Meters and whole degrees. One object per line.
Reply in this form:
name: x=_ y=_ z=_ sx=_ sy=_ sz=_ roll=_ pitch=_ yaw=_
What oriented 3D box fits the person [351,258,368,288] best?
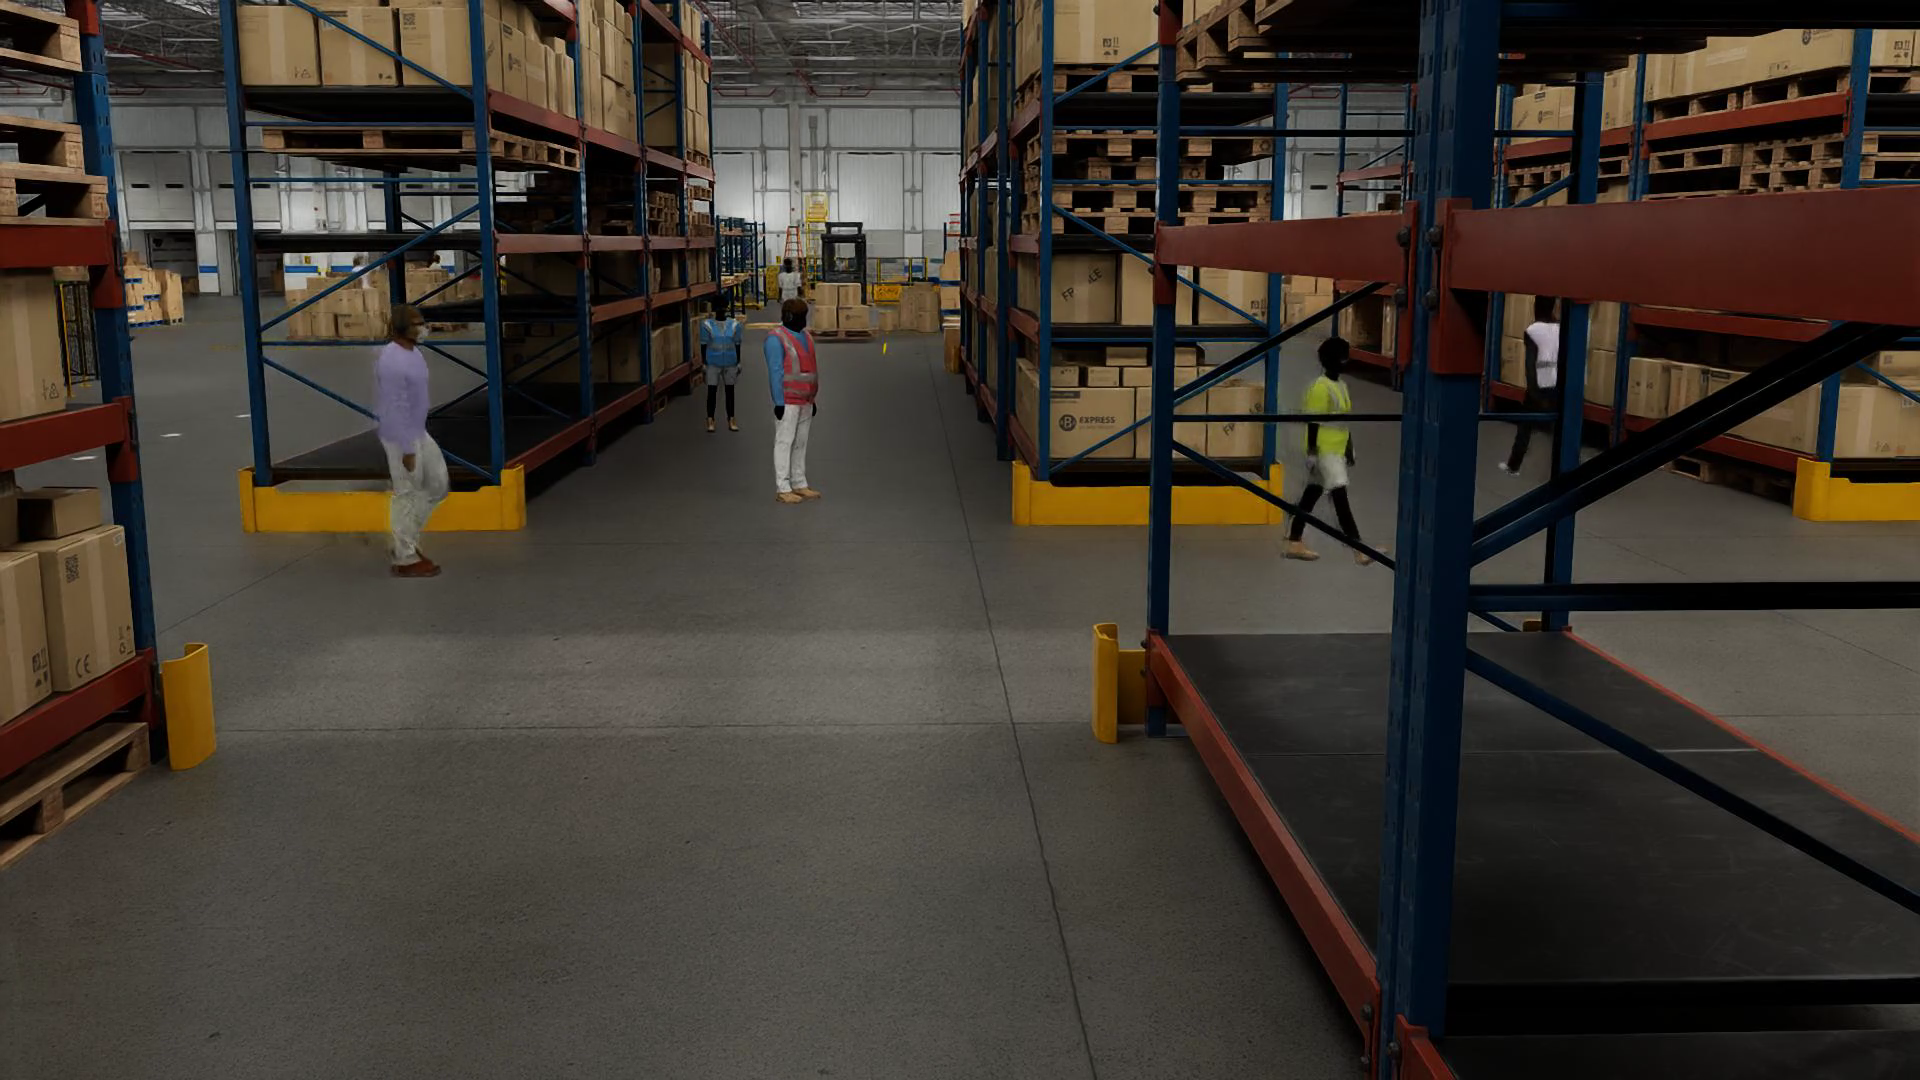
person: x=-17.508 y=-7.285 z=48.517 sx=1.039 sy=1.881 sz=0.635 roll=5 pitch=11 yaw=26

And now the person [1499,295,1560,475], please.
person: x=5.774 y=-1.516 z=16.418 sx=0.590 sy=1.873 sz=1.024 roll=-3 pitch=11 yaw=-18

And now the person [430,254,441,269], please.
person: x=-17.057 y=-8.335 z=54.216 sx=0.376 sy=1.935 sz=0.628 roll=-8 pitch=13 yaw=-38

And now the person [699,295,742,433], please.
person: x=-2.947 y=-2.173 z=20.525 sx=0.535 sy=1.697 sz=0.318 roll=-4 pitch=11 yaw=-19

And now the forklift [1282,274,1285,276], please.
forklift: x=12.240 y=-10.302 z=62.509 sx=1.129 sy=2.768 sz=1.873 roll=0 pitch=10 yaw=-2

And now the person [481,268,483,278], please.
person: x=-16.623 y=-9.081 z=58.623 sx=0.448 sy=1.832 sz=0.651 roll=0 pitch=10 yaw=1

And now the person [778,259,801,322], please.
person: x=-4.277 y=-6.095 z=41.783 sx=0.627 sy=1.919 sz=0.997 roll=1 pitch=10 yaw=8

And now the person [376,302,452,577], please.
person: x=-3.804 y=-0.680 z=11.567 sx=0.443 sy=1.924 sz=0.657 roll=0 pitch=10 yaw=-2

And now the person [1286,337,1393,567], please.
person: x=2.753 y=-0.633 z=12.039 sx=0.843 sy=1.648 sz=0.552 roll=5 pitch=12 yaw=28

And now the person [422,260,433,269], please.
person: x=-20.064 y=-9.723 z=62.666 sx=0.685 sy=1.664 sz=0.356 roll=0 pitch=10 yaw=2

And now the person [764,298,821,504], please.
person: x=-1.490 y=-1.257 z=15.026 sx=0.429 sy=1.842 sz=0.626 roll=5 pitch=11 yaw=26

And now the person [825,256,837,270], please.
person: x=-4.225 y=-8.447 z=54.835 sx=0.366 sy=1.927 sz=0.585 roll=7 pitch=12 yaw=34

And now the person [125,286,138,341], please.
person: x=-19.581 y=-5.483 z=38.870 sx=0.897 sy=1.717 sz=0.542 roll=2 pitch=10 yaw=11

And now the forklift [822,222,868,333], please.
forklift: x=-2.864 y=-6.509 z=41.384 sx=1.129 sy=2.768 sz=1.873 roll=0 pitch=10 yaw=-2
